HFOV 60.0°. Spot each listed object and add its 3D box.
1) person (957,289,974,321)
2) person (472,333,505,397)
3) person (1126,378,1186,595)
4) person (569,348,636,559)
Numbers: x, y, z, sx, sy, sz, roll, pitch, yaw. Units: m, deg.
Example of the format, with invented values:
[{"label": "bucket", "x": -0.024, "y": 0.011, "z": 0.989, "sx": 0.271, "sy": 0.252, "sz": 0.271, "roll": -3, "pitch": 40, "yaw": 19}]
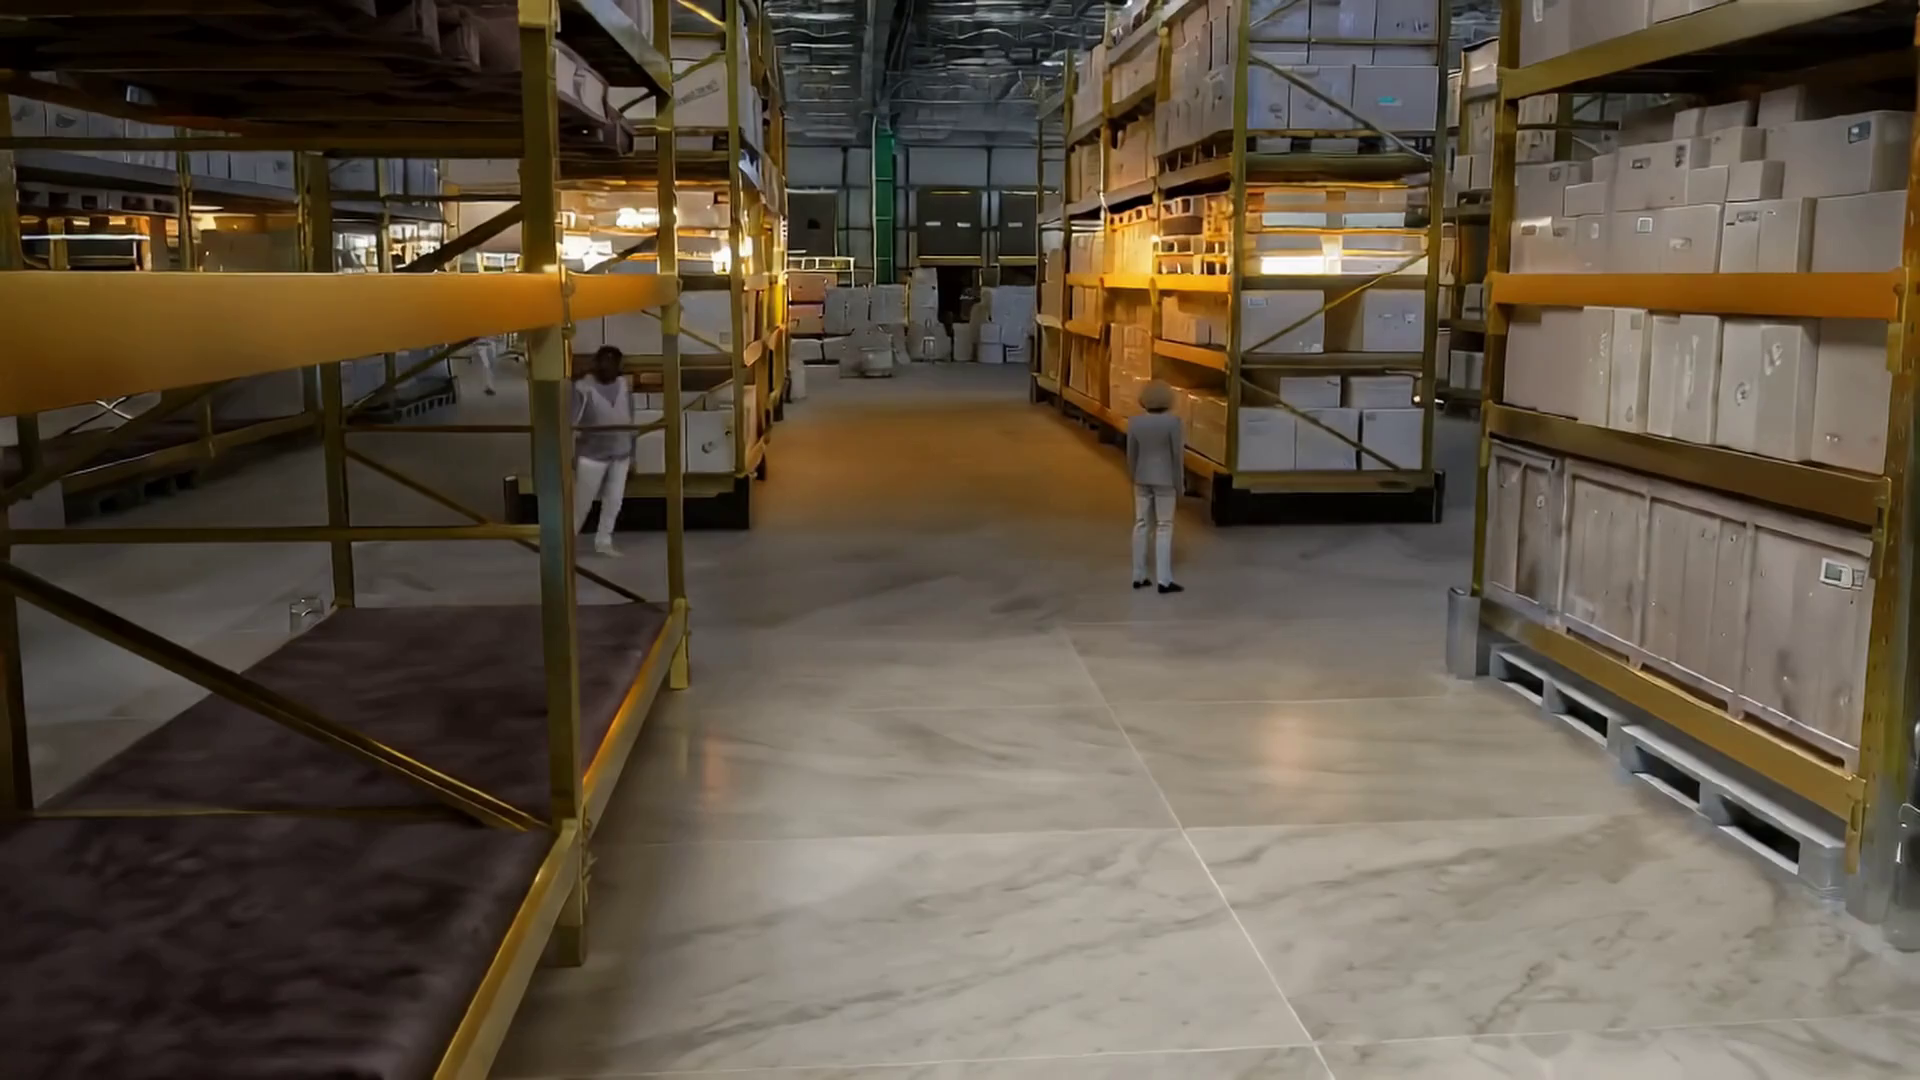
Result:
[{"label": "person", "x": 0.205, "y": -7.669, "z": 57.269, "sx": 0.594, "sy": 1.925, "sz": 0.369, "roll": -1, "pitch": 9, "yaw": -4}, {"label": "person", "x": -9.254, "y": -3.736, "z": 32.760, "sx": 0.782, "sy": 1.859, "sz": 0.601, "roll": 8, "pitch": 12, "yaw": 42}, {"label": "person", "x": 1.483, "y": -0.400, "z": 12.576, "sx": 0.529, "sy": 1.628, "sz": 0.273, "roll": 8, "pitch": 12, "yaw": 40}, {"label": "person", "x": -3.029, "y": -0.708, "z": 13.978, "sx": 0.495, "sy": 1.809, "sz": 0.708, "roll": 9, "pitch": 13, "yaw": 44}]
